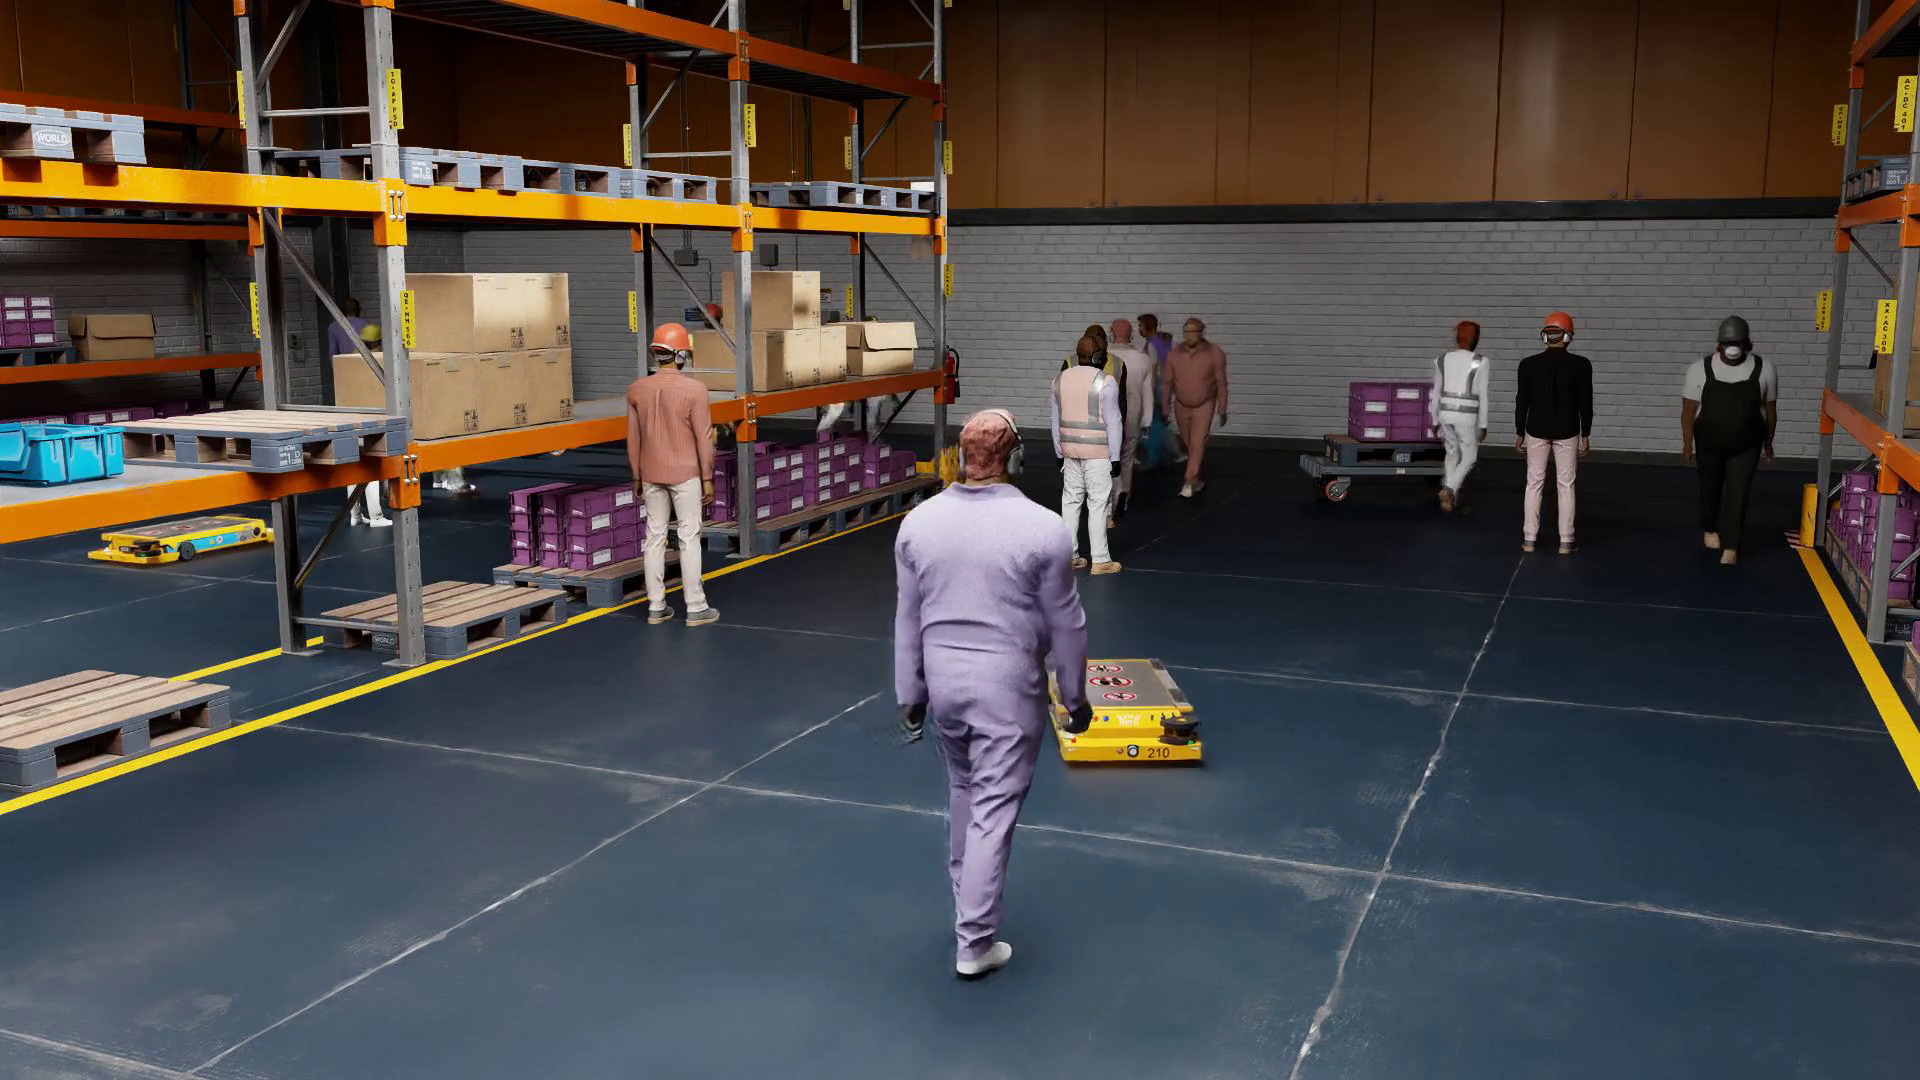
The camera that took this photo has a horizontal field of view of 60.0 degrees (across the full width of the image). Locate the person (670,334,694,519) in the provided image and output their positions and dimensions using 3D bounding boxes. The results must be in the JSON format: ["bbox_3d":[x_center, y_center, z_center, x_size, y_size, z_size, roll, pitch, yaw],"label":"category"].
[{"bbox_3d":[-2.554,-1.075,15.726,0.542,1.721,0.890,4,10,23],"label":"person"}]

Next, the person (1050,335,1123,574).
[{"bbox_3d":[1.001,-0.660,12.843,0.636,1.842,0.429,8,13,41],"label":"person"}]

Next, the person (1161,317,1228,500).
[{"bbox_3d":[2.405,-1.359,17.080,0.645,1.849,1.034,5,10,26],"label":"person"}]

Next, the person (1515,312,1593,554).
[{"bbox_3d":[4.902,-0.880,13.741,0.610,1.985,0.393,5,10,26],"label":"person"}]

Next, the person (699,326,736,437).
[{"bbox_3d":[-3.345,-2.342,23.078,0.948,1.821,0.544,6,11,33],"label":"person"}]

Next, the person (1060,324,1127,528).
[{"bbox_3d":[1.207,-1.017,15.011,0.625,1.844,0.429,-1,9,-5],"label":"person"}]

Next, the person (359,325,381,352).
[{"bbox_3d":[-6.520,-1.542,18.555,0.450,1.713,0.590,-6,11,-32],"label":"person"}]

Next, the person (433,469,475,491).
[{"bbox_3d":[-5.416,-1.476,17.552,0.585,1.920,0.383,9,13,42],"label":"person"}]

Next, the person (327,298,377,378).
[{"bbox_3d":[-8.218,-2.311,22.562,0.628,1.936,0.374,-1,9,-6],"label":"person"}]

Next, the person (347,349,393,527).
[{"bbox_3d":[-5.413,-0.932,15.119,0.498,1.633,0.279,5,10,26],"label":"person"}]

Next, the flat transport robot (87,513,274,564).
[{"bbox_3d":[-6.350,-0.021,13.717,0.652,0.197,1.431,4,10,23],"label":"flat transport robot"}]

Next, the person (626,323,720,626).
[{"bbox_3d":[-1.892,-0.428,10.971,0.612,1.996,0.389,3,10,19],"label":"person"}]

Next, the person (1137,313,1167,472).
[{"bbox_3d":[2.185,-1.668,18.996,0.459,1.821,0.590,3,10,15],"label":"person"}]

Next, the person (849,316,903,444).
[{"bbox_3d":[-0.979,-1.556,18.336,0.921,1.826,0.530,-9,13,-42],"label":"person"}]

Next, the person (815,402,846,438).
[{"bbox_3d":[-1.449,-1.460,18.424,0.634,1.595,0.531,-6,11,-31],"label":"person"}]

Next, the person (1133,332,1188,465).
[{"bbox_3d":[2.342,-1.663,19.667,0.865,1.578,0.618,-1,9,-7],"label":"person"}]

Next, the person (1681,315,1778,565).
[{"bbox_3d":[6.249,-0.874,13.536,0.702,2.000,1.020,5,10,26],"label":"person"}]

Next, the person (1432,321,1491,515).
[{"bbox_3d":[4.659,-1.121,15.606,0.636,1.868,0.586,-9,13,-43],"label":"person"}]

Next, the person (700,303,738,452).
[{"bbox_3d":[-2.944,-1.923,20.262,0.558,1.918,0.553,4,10,23],"label":"person"}]

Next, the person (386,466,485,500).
[{"bbox_3d":[-5.238,-1.277,16.467,0.643,1.891,1.029,7,12,37],"label":"person"}]

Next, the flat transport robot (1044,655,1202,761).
[{"bbox_3d":[0.788,0.837,8.520,0.652,0.197,1.431,0,9,-2],"label":"flat transport robot"}]

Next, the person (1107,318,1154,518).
[{"bbox_3d":[1.513,-1.154,15.734,0.646,1.876,0.802,-2,10,-10],"label":"person"}]

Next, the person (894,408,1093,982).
[{"bbox_3d":[0.143,0.498,5.680,0.640,1.884,0.789,5,11,30],"label":"person"}]
